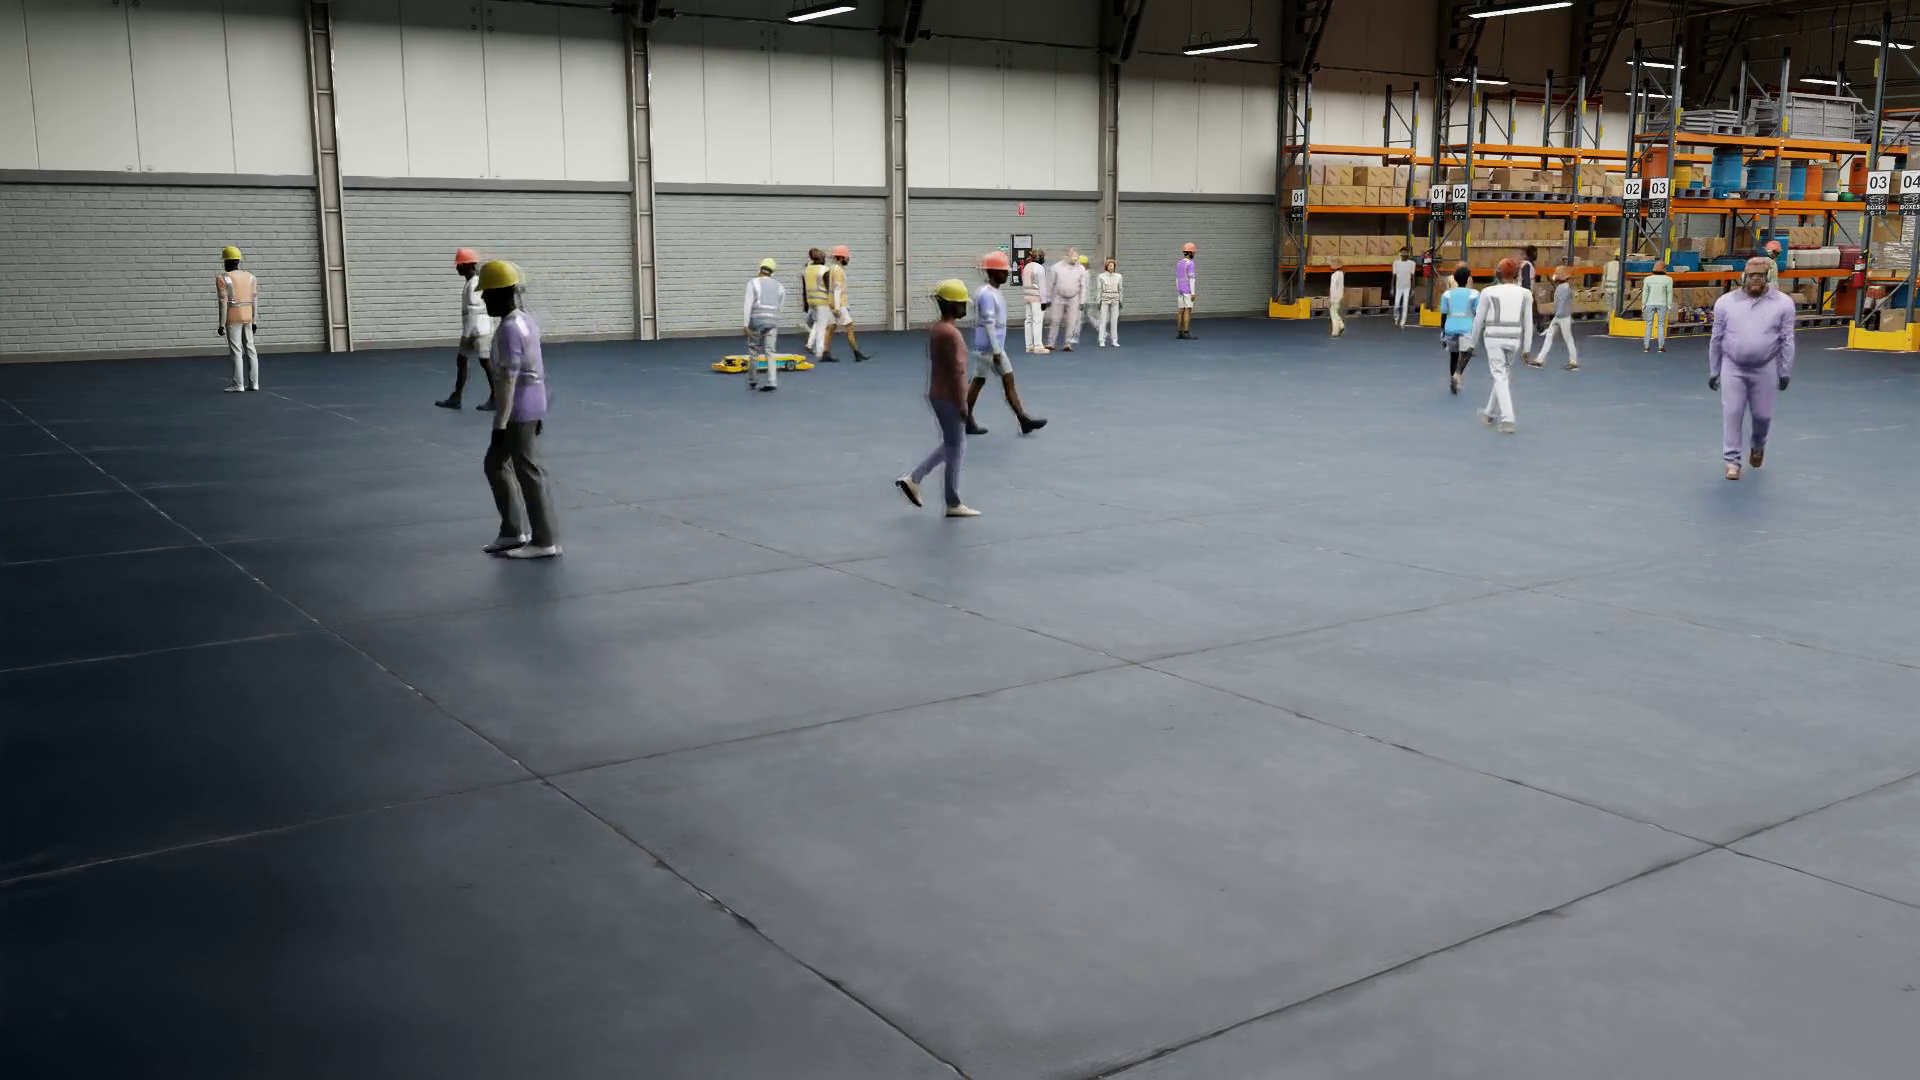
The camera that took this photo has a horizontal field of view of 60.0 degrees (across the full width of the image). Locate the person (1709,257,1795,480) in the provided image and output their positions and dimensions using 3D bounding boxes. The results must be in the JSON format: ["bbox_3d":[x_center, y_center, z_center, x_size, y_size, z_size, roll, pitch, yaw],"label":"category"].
[{"bbox_3d":[6.772,-1.475,14.263,0.653,1.893,0.671,5,11,24],"label":"person"}]

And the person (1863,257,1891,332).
[{"bbox_3d":[18.499,-4.894,33.598,0.536,1.675,0.512,10,14,43],"label":"person"}]

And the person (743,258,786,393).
[{"bbox_3d":[-2.634,-2.861,22.205,0.640,1.769,0.791,-5,12,-26],"label":"person"}]

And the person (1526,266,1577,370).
[{"bbox_3d":[9.209,-3.426,25.743,0.820,1.592,0.513,0,10,2],"label":"person"}]

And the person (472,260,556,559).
[{"bbox_3d":[-2.895,-0.811,10.564,0.645,1.900,0.603,-1,10,-8],"label":"person"}]

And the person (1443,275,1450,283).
[{"bbox_3d":[12.109,-6.295,41.074,0.418,1.754,0.526,-6,12,-30],"label":"person"}]

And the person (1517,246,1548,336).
[{"bbox_3d":[11.793,-5.142,34.413,1.020,1.864,0.615,5,12,27],"label":"person"}]

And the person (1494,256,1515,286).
[{"bbox_3d":[12.328,-5.628,37.744,0.588,1.626,0.541,-6,12,-31],"label":"person"}]

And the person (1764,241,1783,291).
[{"bbox_3d":[14.863,-4.464,30.382,0.653,1.976,0.675,-10,14,-42],"label":"person"}]

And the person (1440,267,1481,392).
[{"bbox_3d":[6.591,-2.772,21.963,0.534,1.676,0.760,6,12,31],"label":"person"}]

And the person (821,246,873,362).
[{"bbox_3d":[-1.865,-3.859,27.283,0.929,1.893,0.569,-2,10,-9],"label":"person"}]

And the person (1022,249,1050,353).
[{"bbox_3d":[1.353,-4.233,29.521,0.430,1.841,0.624,-5,12,-27],"label":"person"}]

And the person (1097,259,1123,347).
[{"bbox_3d":[2.804,-4.439,31.218,0.516,1.635,0.312,-3,11,-17],"label":"person"}]

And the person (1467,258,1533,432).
[{"bbox_3d":[5.786,-2.088,17.807,0.582,1.829,1.027,-2,10,-9],"label":"person"}]

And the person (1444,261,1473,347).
[{"bbox_3d":[9.278,-4.394,31.031,0.517,1.612,0.754,7,12,32],"label":"person"}]

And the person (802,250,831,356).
[{"bbox_3d":[-2.414,-4.073,28.687,0.628,1.830,0.447,10,14,42],"label":"person"}]

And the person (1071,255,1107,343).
[{"bbox_3d":[2.474,-4.679,32.304,0.785,1.713,0.486,-1,10,-4],"label":"person"}]

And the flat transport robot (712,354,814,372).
[{"bbox_3d":[-3.034,-2.738,25.625,1.431,0.197,0.652,-6,12,-29],"label":"flat transport robot"}]

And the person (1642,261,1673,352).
[{"bbox_3d":[12.473,-4.177,29.770,0.507,1.632,0.264,6,12,31],"label":"person"}]

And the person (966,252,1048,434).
[{"bbox_3d":[0.426,-2.012,17.206,0.984,1.884,0.566,3,11,16],"label":"person"}]

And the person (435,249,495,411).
[{"bbox_3d":[-5.844,-2.459,19.605,0.878,1.900,0.566,-4,11,-22],"label":"person"}]

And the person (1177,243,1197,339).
[{"bbox_3d":[4.565,-4.998,33.490,0.448,1.935,0.555,-4,11,-23],"label":"person"}]

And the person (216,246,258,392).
[{"bbox_3d":[-9.600,-2.925,22.098,0.358,1.930,0.590,5,12,28],"label":"person"}]

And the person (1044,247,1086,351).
[{"bbox_3d":[1.914,-4.314,29.880,0.699,1.870,0.469,0,10,-2],"label":"person"}]

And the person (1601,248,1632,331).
[{"bbox_3d":[14.155,-5.371,35.815,0.502,1.814,0.625,-8,13,-37],"label":"person"}]

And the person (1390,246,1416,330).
[{"bbox_3d":[9.798,-5.561,36.759,0.540,1.854,0.387,2,10,10],"label":"person"}]

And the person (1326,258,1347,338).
[{"bbox_3d":[7.613,-4.898,33.738,0.354,1.619,0.525,7,12,33],"label":"person"}]

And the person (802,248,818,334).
[{"bbox_3d":[-3.006,-5.073,34.136,0.493,1.834,0.540,-8,13,-38],"label":"person"}]

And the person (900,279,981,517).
[{"bbox_3d":[-0.122,-1.027,12.182,0.494,1.754,0.530,-3,11,-16],"label":"person"}]
